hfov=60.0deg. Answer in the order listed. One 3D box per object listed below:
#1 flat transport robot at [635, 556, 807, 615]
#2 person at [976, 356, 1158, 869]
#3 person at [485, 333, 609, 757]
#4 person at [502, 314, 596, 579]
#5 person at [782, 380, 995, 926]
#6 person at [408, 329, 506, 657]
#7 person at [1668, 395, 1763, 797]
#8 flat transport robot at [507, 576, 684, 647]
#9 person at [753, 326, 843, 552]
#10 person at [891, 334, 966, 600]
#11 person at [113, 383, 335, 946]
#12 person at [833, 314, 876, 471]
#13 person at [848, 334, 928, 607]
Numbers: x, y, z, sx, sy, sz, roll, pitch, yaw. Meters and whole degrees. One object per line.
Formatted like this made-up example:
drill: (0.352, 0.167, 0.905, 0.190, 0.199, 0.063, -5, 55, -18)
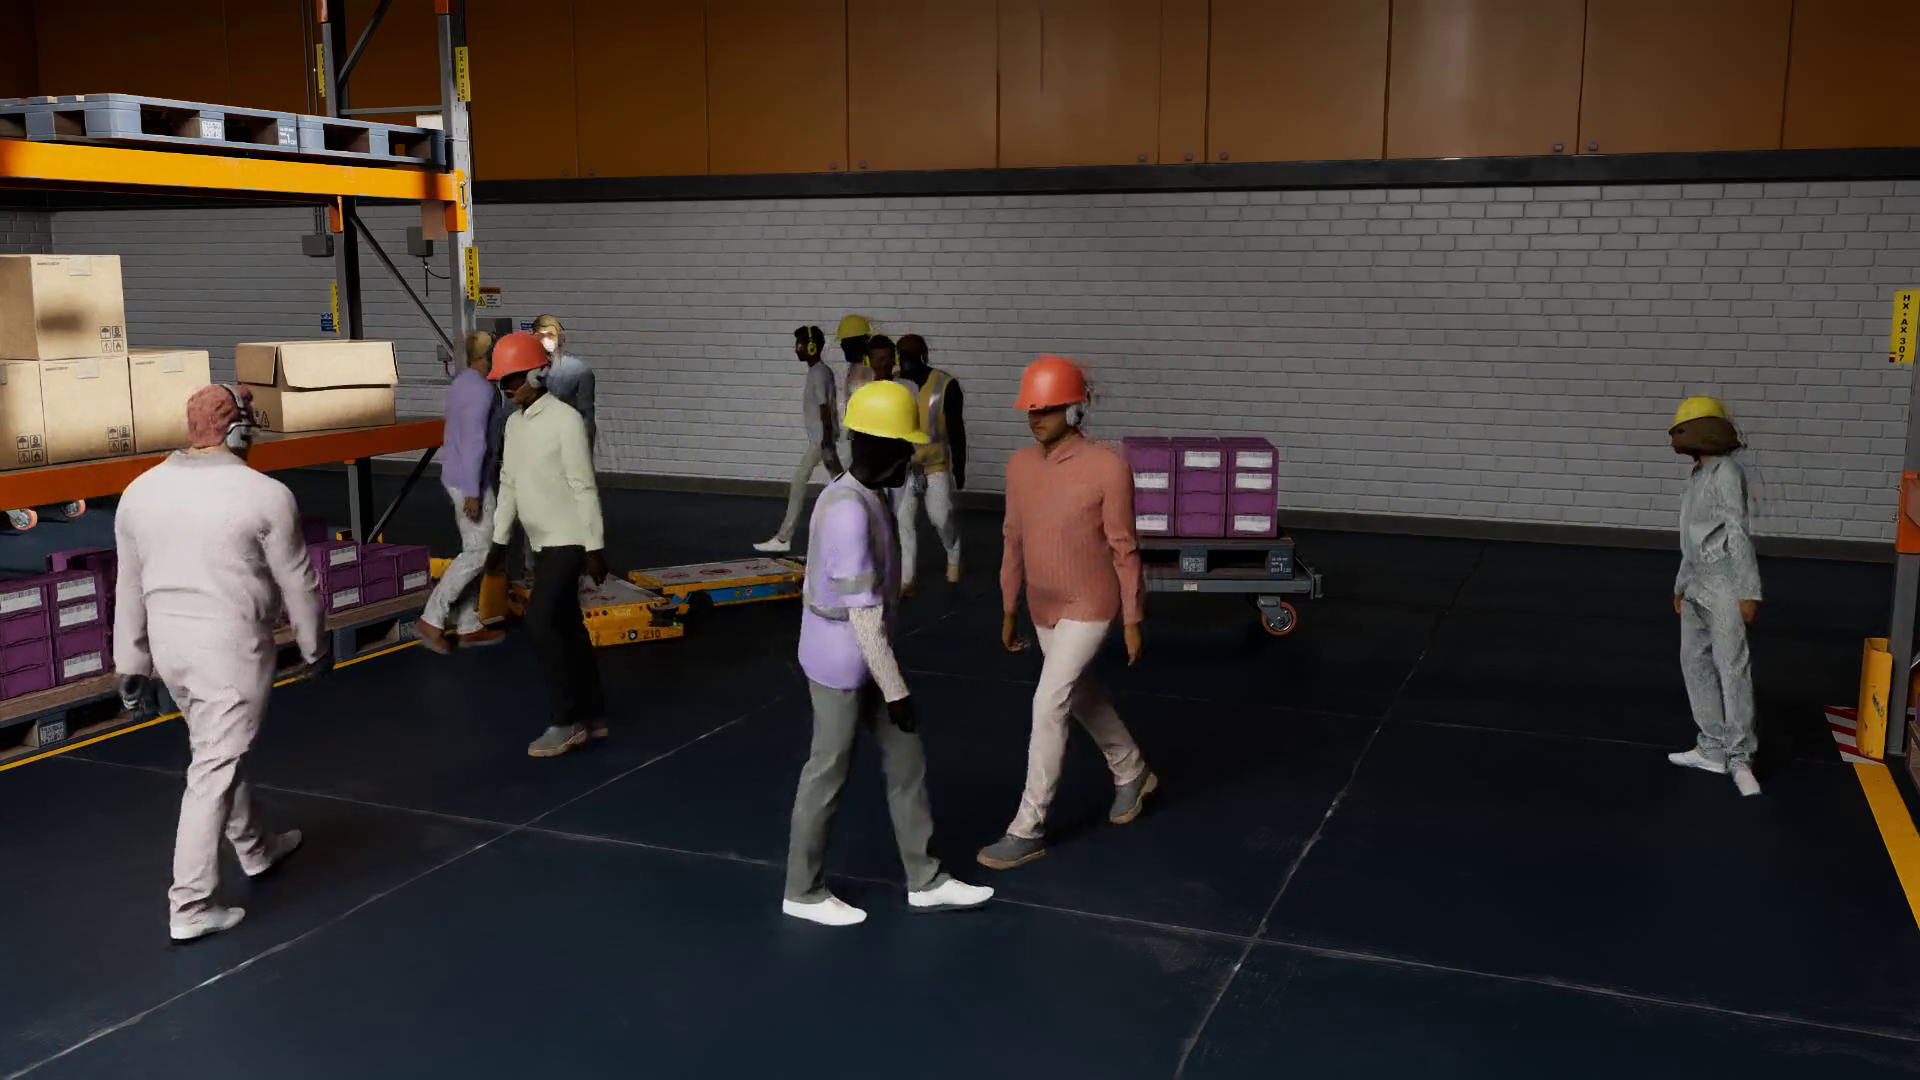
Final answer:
flat transport robot: (-1.568, 0.297, 11.190, 1.431, 0.197, 0.652, -6, 11, -31)
person: (0.468, 0.240, 6.503, 1.013, 1.944, 0.623, -8, 12, -39)
person: (-1.940, 0.018, 7.763, 0.647, 1.958, 0.625, -7, 12, -37)
person: (-2.812, -0.572, 11.420, 0.632, 1.940, 0.372, -1, 9, -8)
person: (-0.240, 0.410, 5.590, 0.846, 1.885, 0.613, 1, 9, 8)
person: (-2.959, -0.284, 9.816, 0.674, 1.895, 0.690, -4, 10, -25)
person: (3.313, 0.234, 7.265, 0.375, 1.697, 0.673, 0, 9, 2)
flat transport robot: (-2.313, 0.422, 10.436, 0.652, 0.197, 1.431, -6, 11, -31)
person: (-1.092, -0.783, 13.143, 1.033, 1.810, 0.548, 0, 9, 3)
person: (-0.248, -0.521, 11.509, 0.666, 1.816, 0.818, 4, 10, 21)
person: (-2.505, 0.391, 5.804, 0.650, 1.863, 0.940, 3, 10, 18)
person: (-0.711, -0.748, 12.575, 0.489, 1.903, 0.613, -4, 10, -21)
person: (-0.501, -0.499, 11.377, 0.527, 1.832, 0.924, -2, 10, -11)
